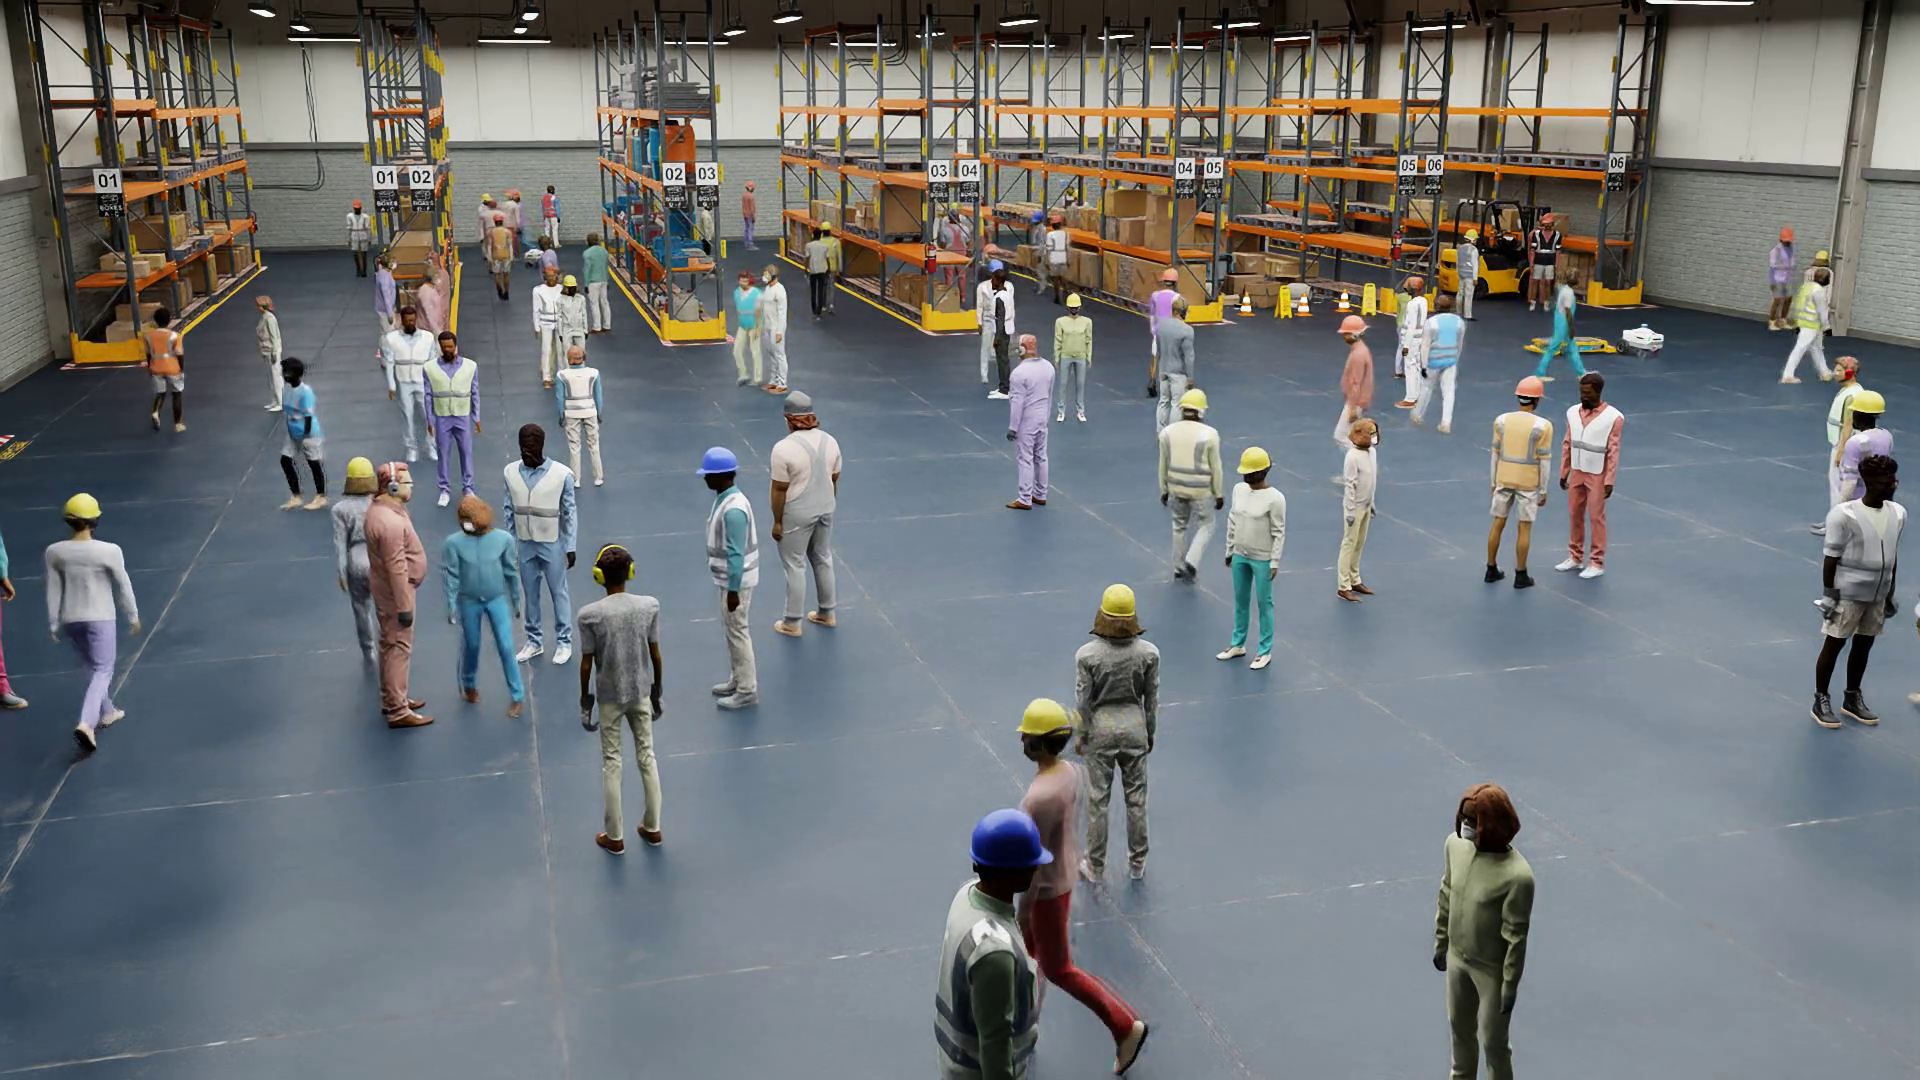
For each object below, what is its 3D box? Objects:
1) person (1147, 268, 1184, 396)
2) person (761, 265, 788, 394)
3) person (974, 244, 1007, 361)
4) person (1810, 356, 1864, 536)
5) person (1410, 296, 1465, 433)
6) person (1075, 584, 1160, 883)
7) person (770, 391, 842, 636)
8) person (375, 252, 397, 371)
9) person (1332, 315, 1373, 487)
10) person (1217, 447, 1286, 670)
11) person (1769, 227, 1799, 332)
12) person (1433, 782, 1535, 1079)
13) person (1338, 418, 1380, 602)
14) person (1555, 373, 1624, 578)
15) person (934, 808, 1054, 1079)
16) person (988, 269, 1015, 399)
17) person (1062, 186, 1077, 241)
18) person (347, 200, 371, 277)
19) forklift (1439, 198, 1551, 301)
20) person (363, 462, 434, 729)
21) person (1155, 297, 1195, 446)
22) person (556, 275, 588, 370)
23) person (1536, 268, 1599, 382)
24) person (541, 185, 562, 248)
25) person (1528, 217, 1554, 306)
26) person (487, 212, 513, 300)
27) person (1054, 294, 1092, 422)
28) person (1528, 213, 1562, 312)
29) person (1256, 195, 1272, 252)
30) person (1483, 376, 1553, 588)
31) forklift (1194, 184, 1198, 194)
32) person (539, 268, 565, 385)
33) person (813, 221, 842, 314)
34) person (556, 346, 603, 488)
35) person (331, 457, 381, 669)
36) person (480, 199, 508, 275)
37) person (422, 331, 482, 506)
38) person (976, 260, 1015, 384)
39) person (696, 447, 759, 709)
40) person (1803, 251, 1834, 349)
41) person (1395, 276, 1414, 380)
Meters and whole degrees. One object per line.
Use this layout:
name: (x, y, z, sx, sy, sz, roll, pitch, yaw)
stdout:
person: (3.081, -3.112, 24.914, 0.544, 1.909, 0.910, 6, 16, 21)
person: (-2.804, -3.175, 25.078, 0.364, 1.939, 0.636, -7, 16, -25)
person: (0.502, -4.039, 28.282, 0.645, 1.959, 0.528, -12, 19, -38)
person: (8.978, -0.947, 16.904, 0.403, 1.832, 0.570, 7, 16, 24)
person: (6.422, -2.388, 22.388, 0.645, 1.788, 0.964, -2, 15, -9)
person: (0.877, 1.091, 9.402, 0.487, 1.744, 0.295, -2, 15, -8)
person: (-1.328, -0.245, 13.858, 0.539, 2.000, 0.689, 14, 20, 42)
person: (-9.356, -3.728, 27.199, 0.399, 1.930, 0.633, -5, 16, -20)
person: (4.469, -1.570, 18.954, 0.435, 1.979, 0.670, 3, 15, 12)
person: (2.278, 0.134, 12.976, 0.328, 1.759, 0.524, -13, 20, -40)
person: (15.644, -4.942, 31.617, 0.661, 1.992, 0.528, -4, 16, -16)
person: (2.186, 1.787, 7.014, 0.280, 1.624, 0.493, -7, 17, -26)
person: (3.551, -0.278, 14.763, 0.280, 1.633, 0.502, 11, 18, 35)
person: (5.867, -0.615, 15.515, 0.403, 1.908, 0.600, -9, 17, -30)
person: (0.121, 1.886, 6.047, 0.425, 1.938, 0.603, -2, 15, -6)
person: (0.614, -3.057, 24.673, 0.392, 1.920, 0.587, 2, 15, 8)
person: (3.269, -9.615, 49.496, 0.505, 1.846, 0.346, 1, 15, 4)
person: (-14.919, -7.473, 41.292, 0.580, 1.915, 0.680, -3, 15, -12)
forklift: (11.913, -6.508, 37.130, 2.313, 2.155, 1.214, -4, 15, -15)
person: (-3.968, 0.380, 11.794, 0.395, 1.899, 0.637, -7, 16, -25)
person: (2.723, -2.111, 21.103, 0.382, 1.930, 0.636, -11, 19, -36)
person: (-5.946, -3.202, 25.572, 0.484, 1.738, 0.320, -10, 18, -34)
person: (9.505, -3.327, 25.917, 0.978, 1.793, 0.537, 5, 16, 17)
person: (-12.194, -9.657, 49.684, 0.624, 1.835, 0.431, 7, 17, 26)
person: (12.509, -5.997, 35.763, 0.409, 1.909, 0.642, -10, 18, -34)
person: (-10.122, -6.251, 36.684, 0.549, 1.922, 0.545, -4, 15, -15)
person: (1.557, -2.504, 22.887, 0.533, 1.768, 0.310, -1, 15, -3)
person: (12.197, -5.783, 34.694, 0.606, 2.044, 0.373, 4, 15, 15)
person: (8.263, -8.477, 45.176, 0.518, 1.865, 0.328, 13, 19, 39)
person: (5.104, -0.531, 15.163, 0.545, 1.927, 0.404, 13, 20, 41)
forklift: (7.392, -11.333, 53.972, 1.873, 2.768, 1.129, -4, 15, -15)
person: (-6.325, -3.320, 25.871, 0.429, 1.818, 0.606, -5, 16, -17)
person: (-2.752, -5.646, 34.483, 0.602, 1.892, 0.948, -2, 15, -7)
person: (-4.333, -1.403, 18.987, 0.515, 1.639, 0.314, -5, 16, -18)
person: (-4.556, 0.196, 12.864, 0.501, 1.687, 0.930, -6, 16, -20)
person: (-11.743, -7.647, 42.005, 0.681, 1.880, 0.695, -2, 15, -9)
person: (-5.545, -1.340, 18.213, 0.590, 1.919, 0.397, -5, 16, -18)
person: (0.555, -3.396, 25.921, 0.602, 1.938, 0.426, -3, 15, -10)
person: (-1.676, 0.270, 12.125, 0.426, 1.938, 0.626, -4, 15, -14)
person: (15.230, -4.255, 29.556, 0.390, 1.741, 0.520, -14, 20, -43)
person: (7.108, -3.361, 26.389, 0.283, 1.628, 0.503, -8, 17, -27)
